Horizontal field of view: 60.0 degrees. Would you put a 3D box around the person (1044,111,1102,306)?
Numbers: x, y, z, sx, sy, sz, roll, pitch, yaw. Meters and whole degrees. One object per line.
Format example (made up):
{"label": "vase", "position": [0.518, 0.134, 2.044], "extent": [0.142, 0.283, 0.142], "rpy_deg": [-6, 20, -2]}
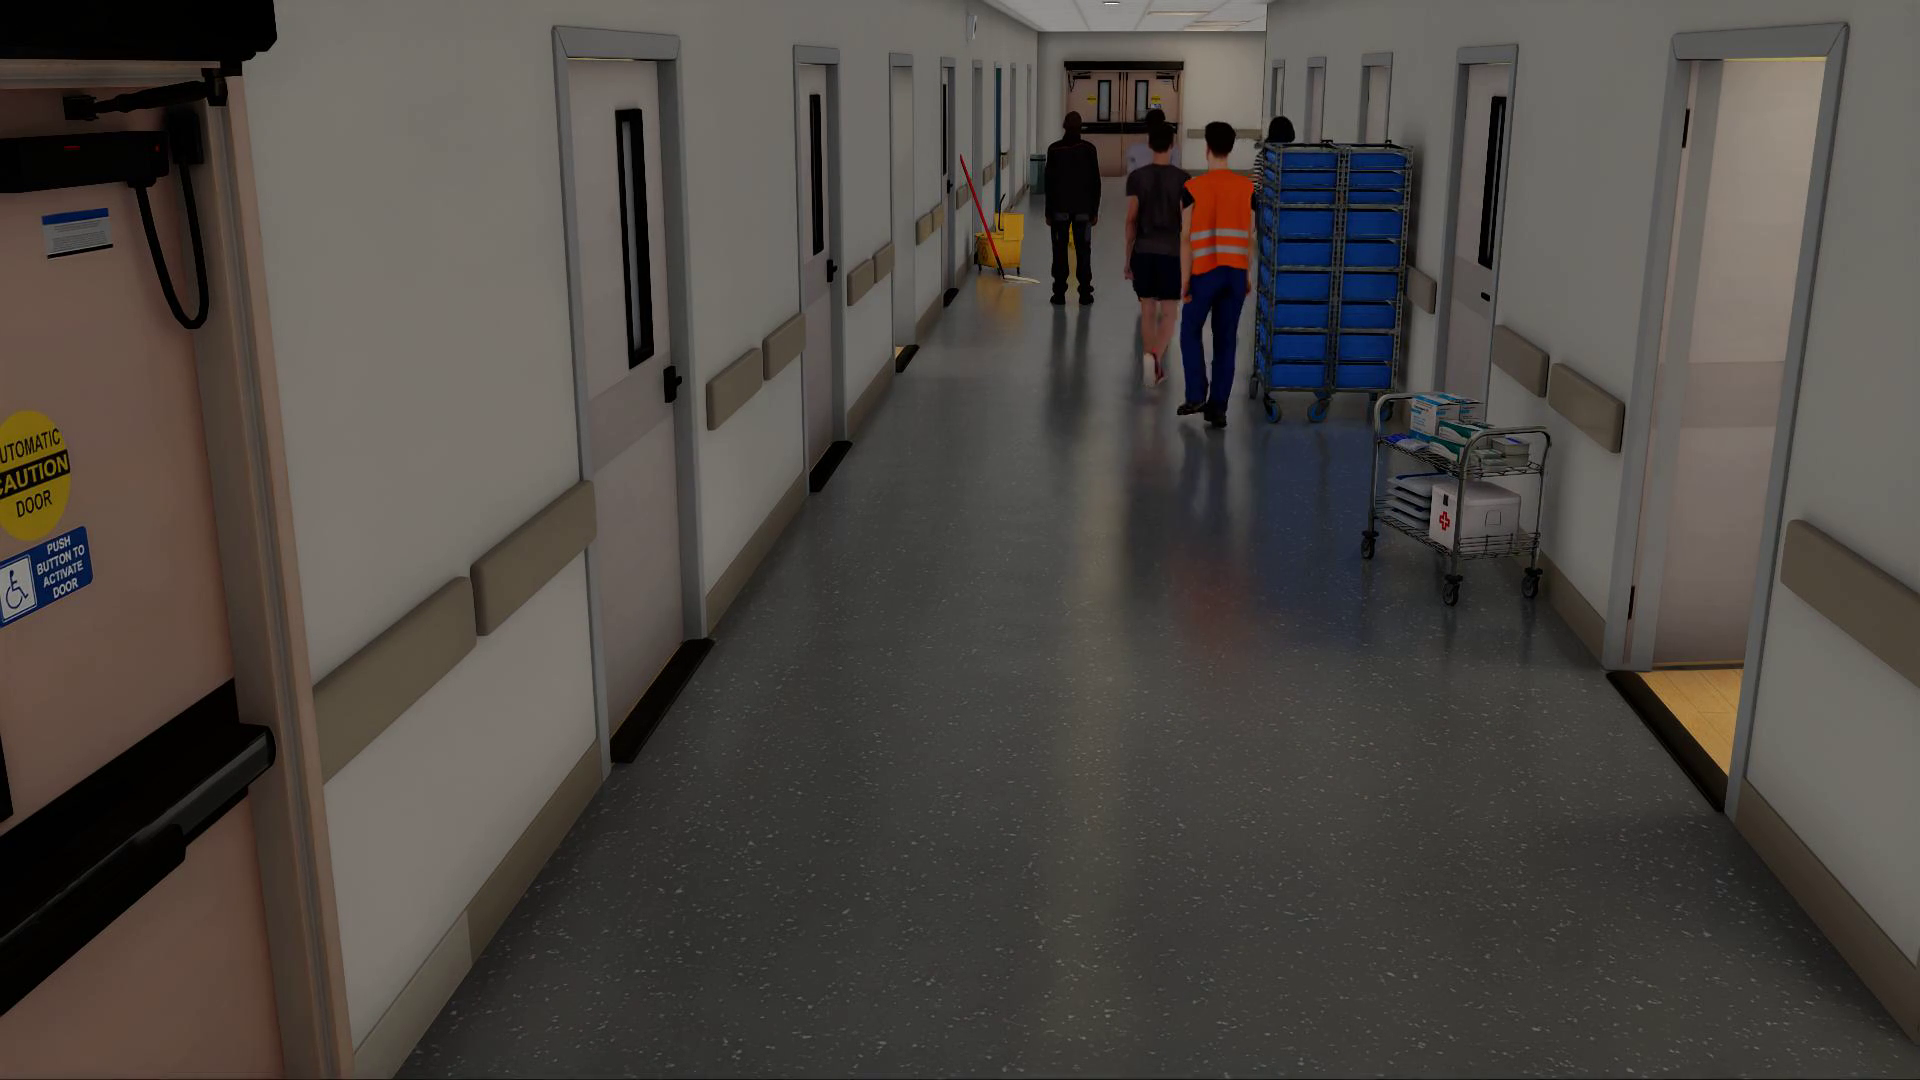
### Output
{"label": "person", "position": [1.070, -3.196, 16.007], "extent": [0.688, 1.825, 0.566], "rpy_deg": [1, 16, 4]}

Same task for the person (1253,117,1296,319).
{"label": "person", "position": [2.773, -2.818, 14.729], "extent": [0.696, 1.774, 0.714], "rpy_deg": [5, 17, 18]}

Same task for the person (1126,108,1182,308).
{"label": "person", "position": [1.800, -3.096, 15.624], "extent": [0.774, 1.840, 0.791], "rpy_deg": [5, 16, 17]}

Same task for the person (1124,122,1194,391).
{"label": "person", "position": [1.358, -1.928, 11.496], "extent": [0.788, 1.832, 1.094], "rpy_deg": [5, 16, 16]}

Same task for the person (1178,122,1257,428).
{"label": "person", "position": [1.628, -1.623, 10.348], "extent": [0.730, 1.868, 0.732], "rpy_deg": [-2, 16, -6]}
